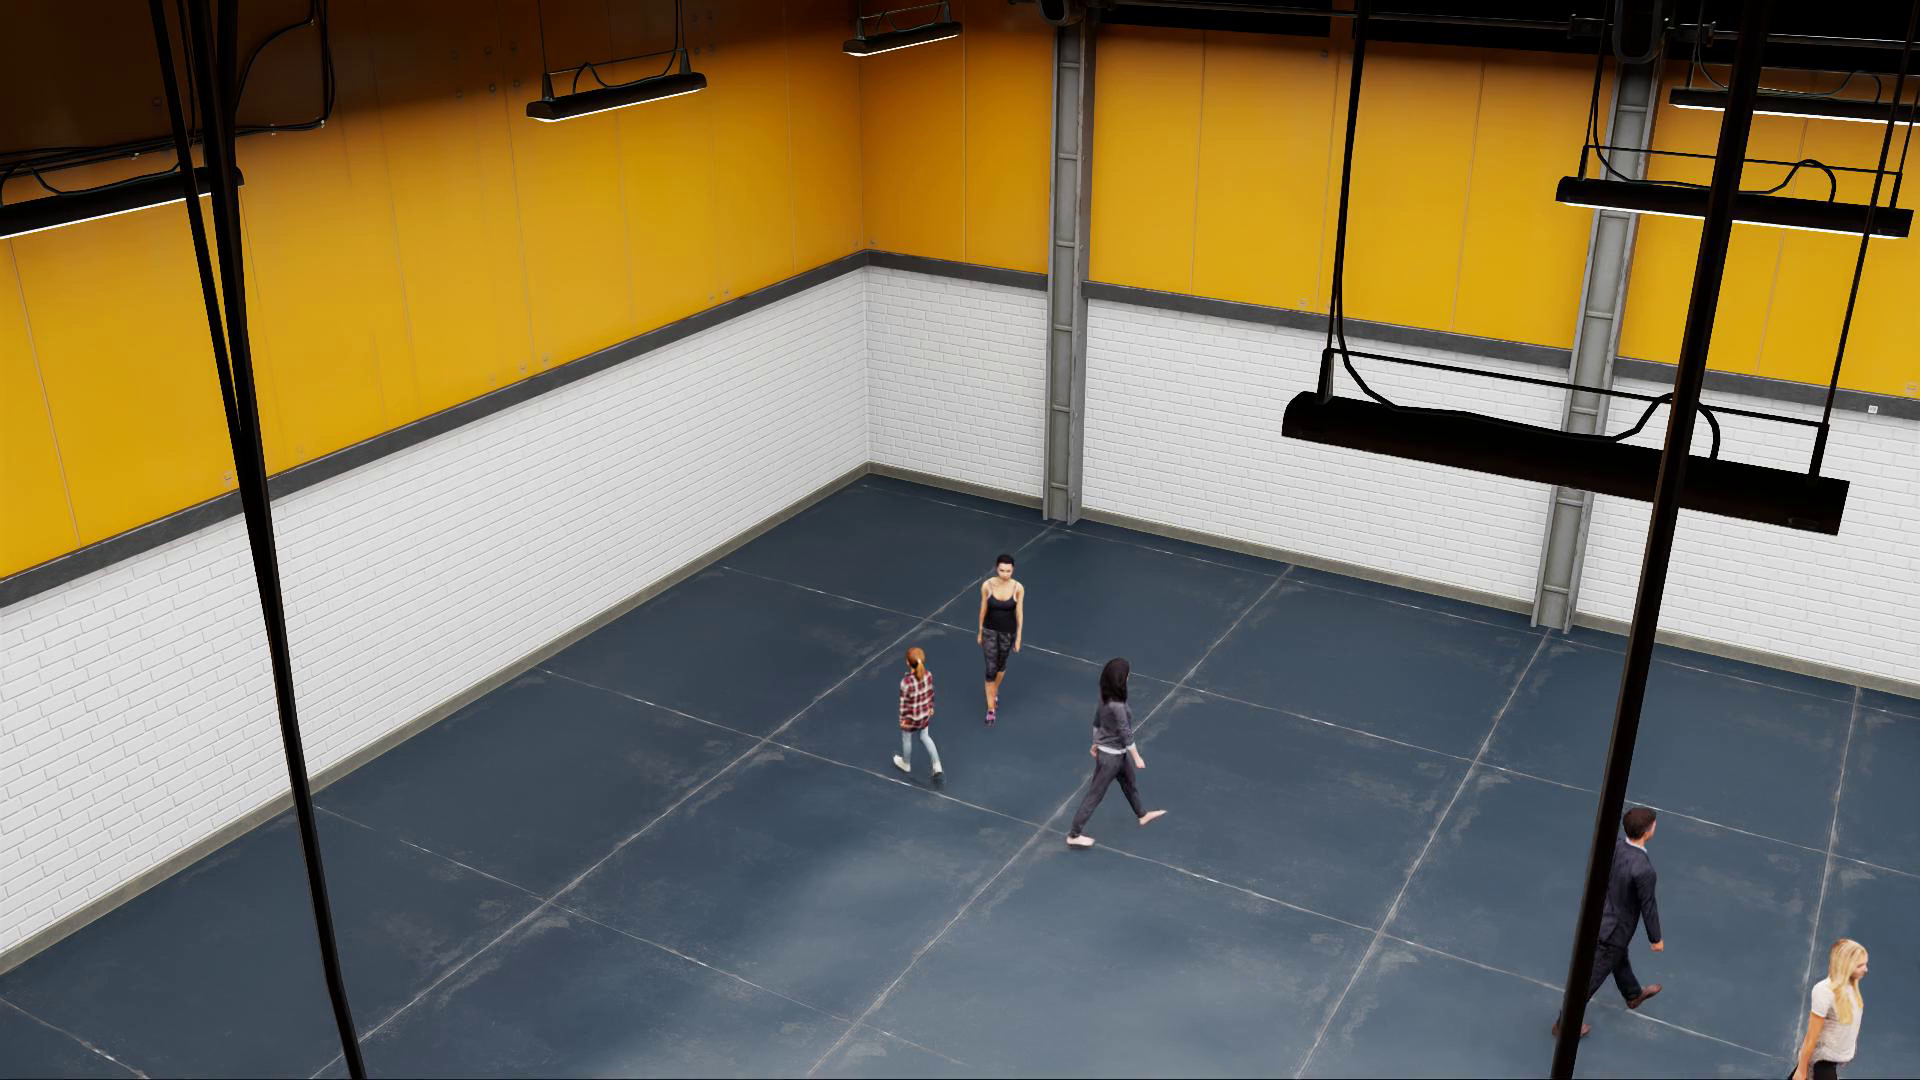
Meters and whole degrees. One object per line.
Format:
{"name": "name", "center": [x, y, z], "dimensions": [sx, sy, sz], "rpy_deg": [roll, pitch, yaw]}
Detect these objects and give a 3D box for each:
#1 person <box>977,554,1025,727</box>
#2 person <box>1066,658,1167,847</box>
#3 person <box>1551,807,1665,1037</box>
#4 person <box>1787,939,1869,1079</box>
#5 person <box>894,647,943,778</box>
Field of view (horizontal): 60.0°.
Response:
{"name": "person", "center": [0.389, 0.878, 16.187], "dimensions": [0.990, 1.703, 0.953], "rpy_deg": [0, 24, 1]}
{"name": "person", "center": [1.185, 1.835, 13.980], "dimensions": [1.192, 1.716, 1.116], "rpy_deg": [-6, 24, -13]}
{"name": "person", "center": [4.550, 2.757, 11.745], "dimensions": [1.236, 1.817, 1.150], "rpy_deg": [-5, 24, -11]}
{"name": "person", "center": [5.382, 3.274, 10.598], "dimensions": [1.219, 1.789, 0.825], "rpy_deg": [22, 32, 40]}
{"name": "person", "center": [-0.366, 1.590, 15.070], "dimensions": [0.719, 1.292, 0.891], "rpy_deg": [-17, 29, -34]}
